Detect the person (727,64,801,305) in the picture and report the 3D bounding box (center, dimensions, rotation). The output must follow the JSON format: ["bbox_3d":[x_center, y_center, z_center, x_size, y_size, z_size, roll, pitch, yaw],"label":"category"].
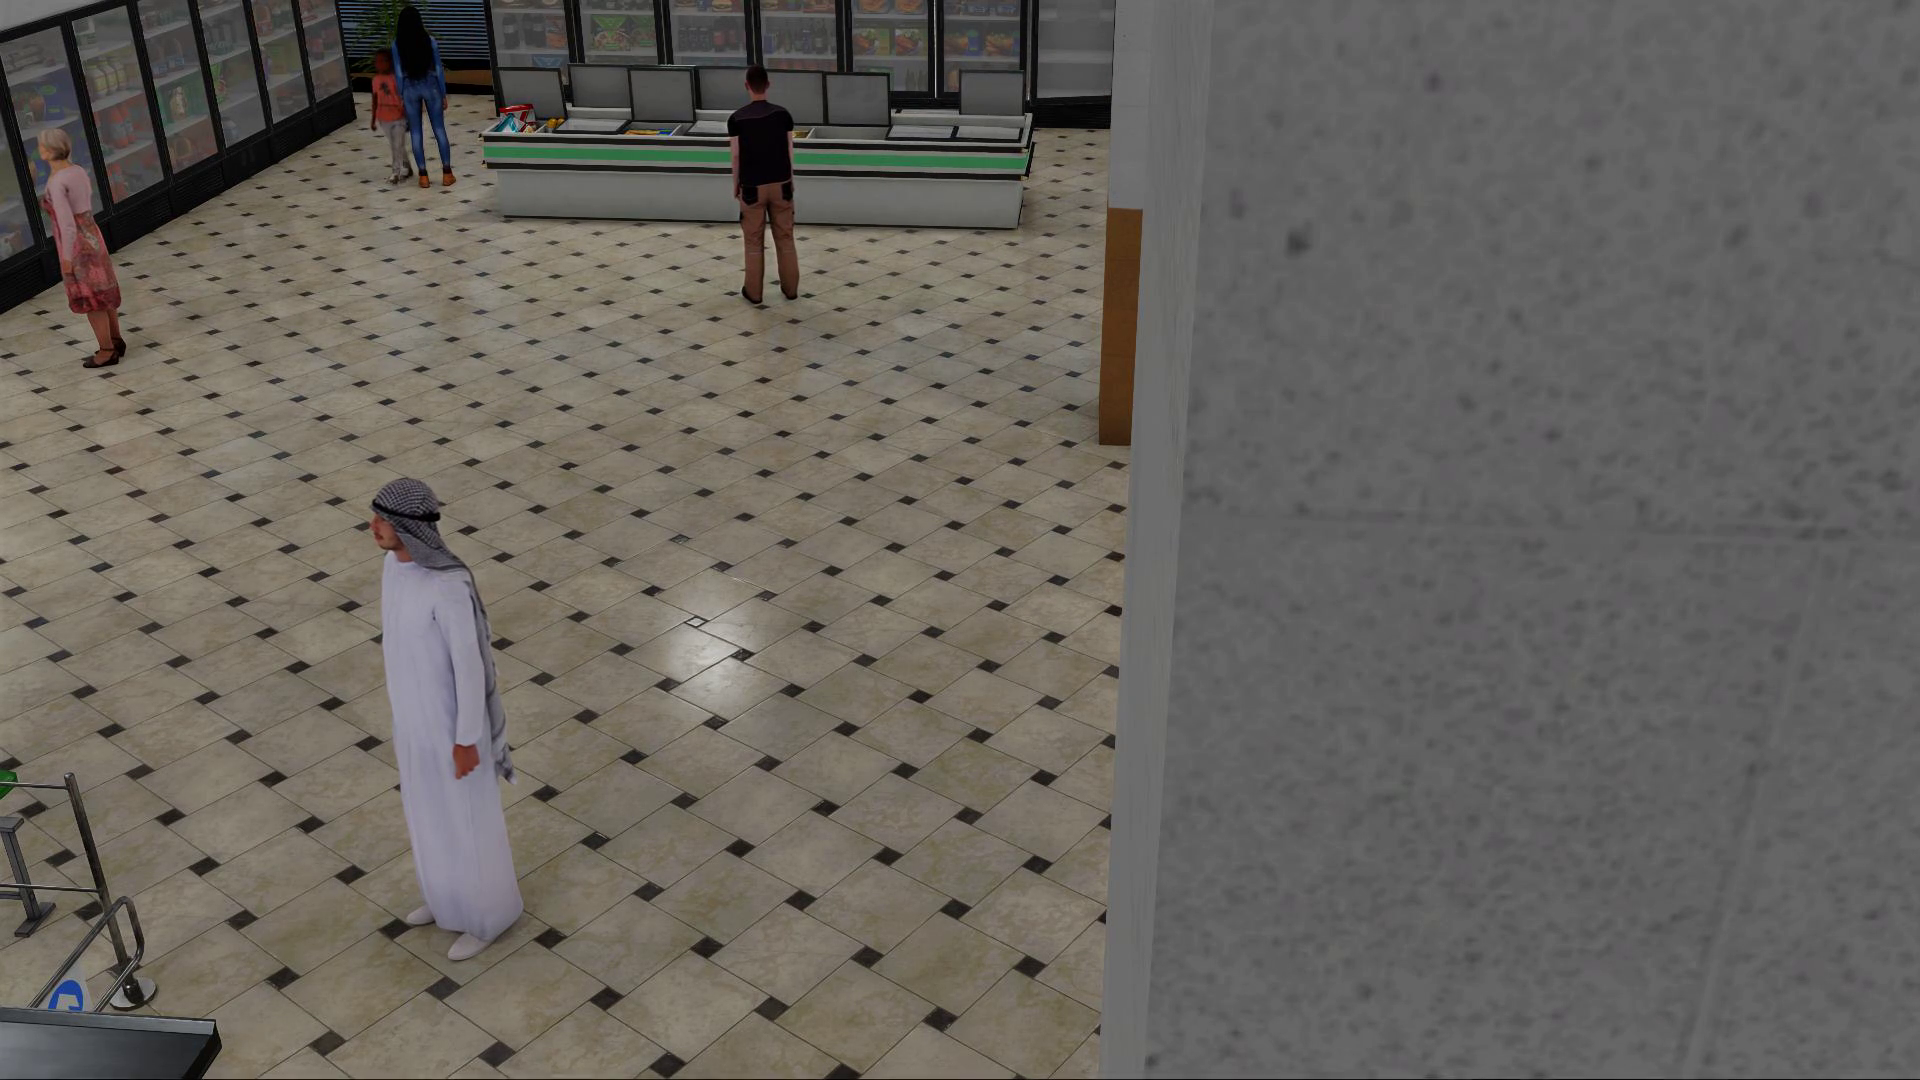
[{"bbox_3d":[-1.522,-2.781,13.010,0.659,1.838,0.810,-7,28,-14],"label":"person"}]

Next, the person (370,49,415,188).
[{"bbox_3d":[-5.531,-4.144,16.312,0.824,1.284,0.667,8,28,15],"label":"person"}]

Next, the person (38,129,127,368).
[{"bbox_3d":[-6.206,-2.063,11.758,0.611,1.692,0.626,-3,27,-5],"label":"person"}]

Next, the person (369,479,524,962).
[{"bbox_3d":[-1.915,0.652,6.145,0.783,1.927,0.859,23,35,38],"label":"person"}]

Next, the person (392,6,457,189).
[{"bbox_3d":[-5.214,-4.296,16.139,0.572,1.712,0.726,-7,28,-13],"label":"person"}]
